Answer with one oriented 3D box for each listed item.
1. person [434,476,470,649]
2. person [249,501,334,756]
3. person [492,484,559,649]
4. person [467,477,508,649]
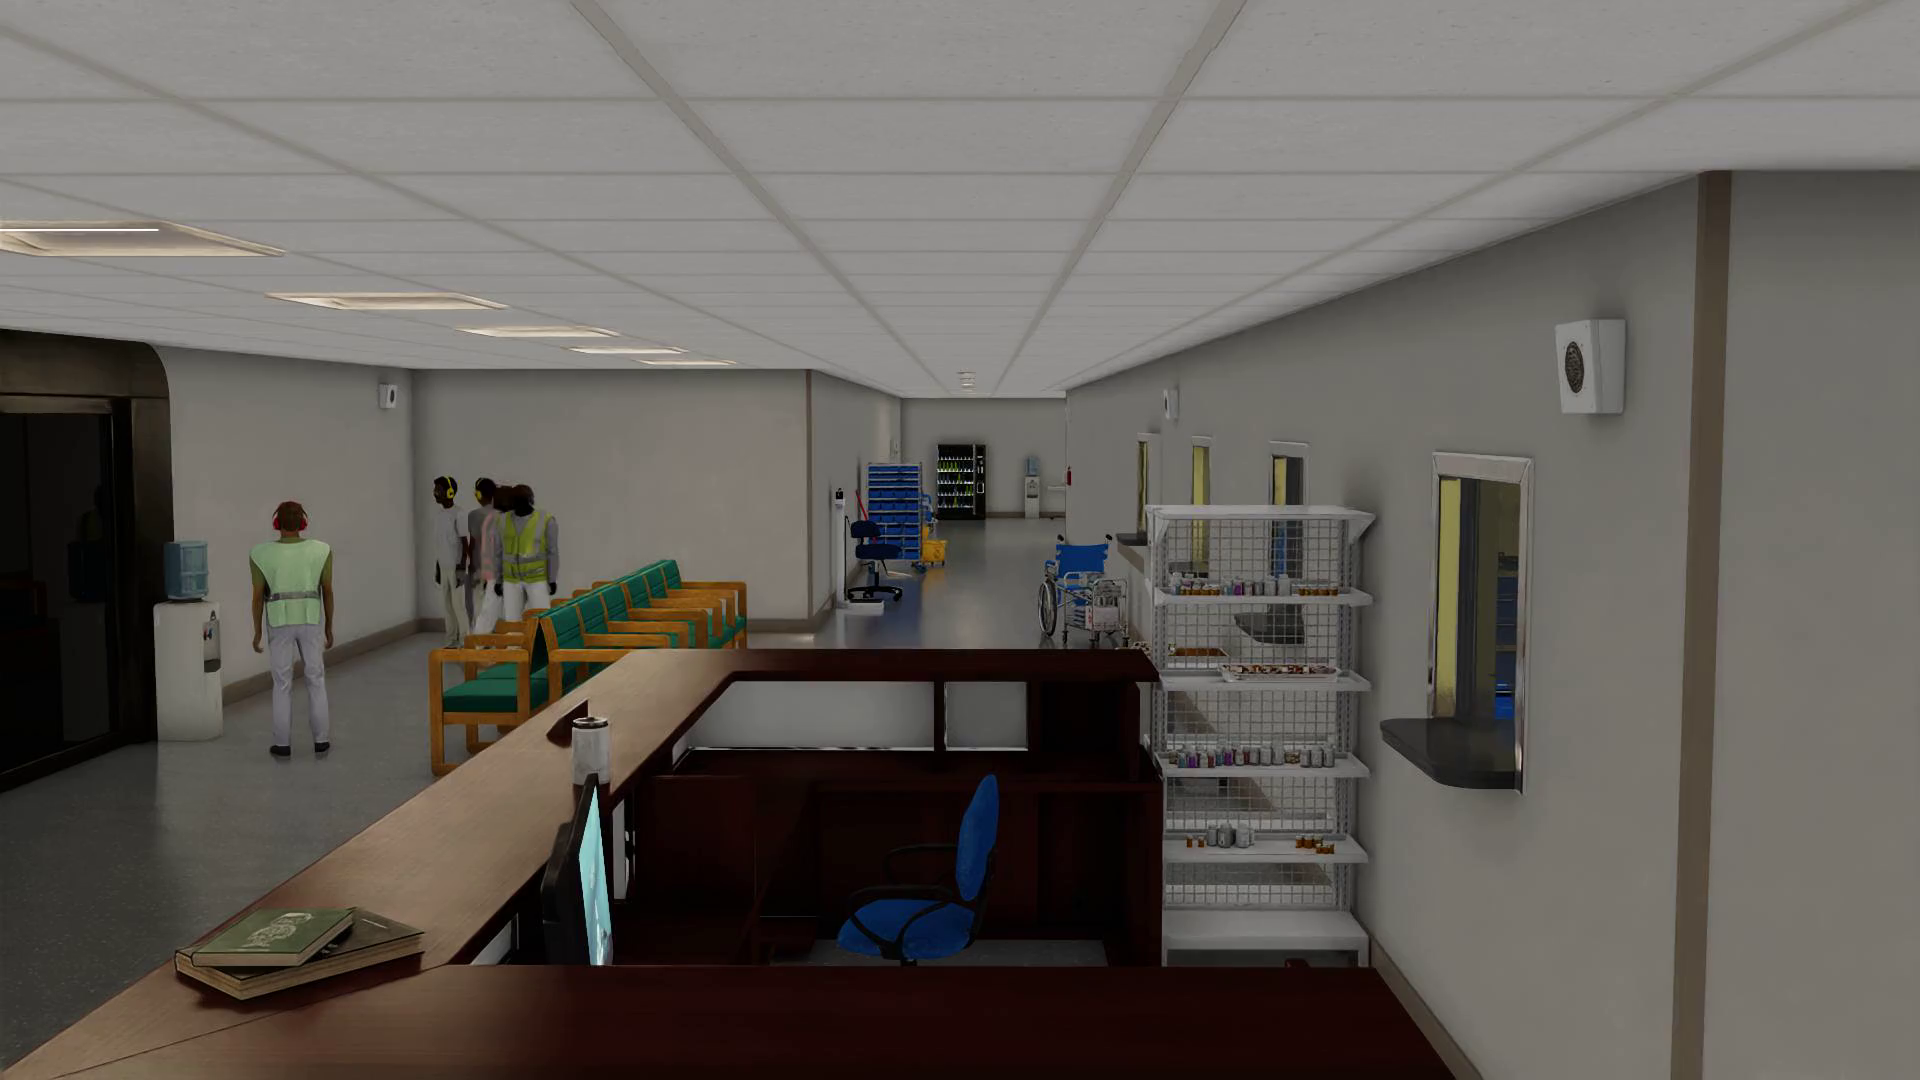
[{"bbox_3d":[-5.162,0.287,16.830,0.319,1.870,0.521,-4,6,-44],"label":"person"},{"bbox_3d":[-4.828,0.640,12.046,0.564,1.847,0.395,-2,5,-29],"label":"person"},{"bbox_3d":[-4.167,0.374,15.981,0.648,1.830,0.431,0,4,6],"label":"person"},{"bbox_3d":[-4.834,0.272,17.194,0.530,1.851,0.737,-4,6,-44],"label":"person"}]
